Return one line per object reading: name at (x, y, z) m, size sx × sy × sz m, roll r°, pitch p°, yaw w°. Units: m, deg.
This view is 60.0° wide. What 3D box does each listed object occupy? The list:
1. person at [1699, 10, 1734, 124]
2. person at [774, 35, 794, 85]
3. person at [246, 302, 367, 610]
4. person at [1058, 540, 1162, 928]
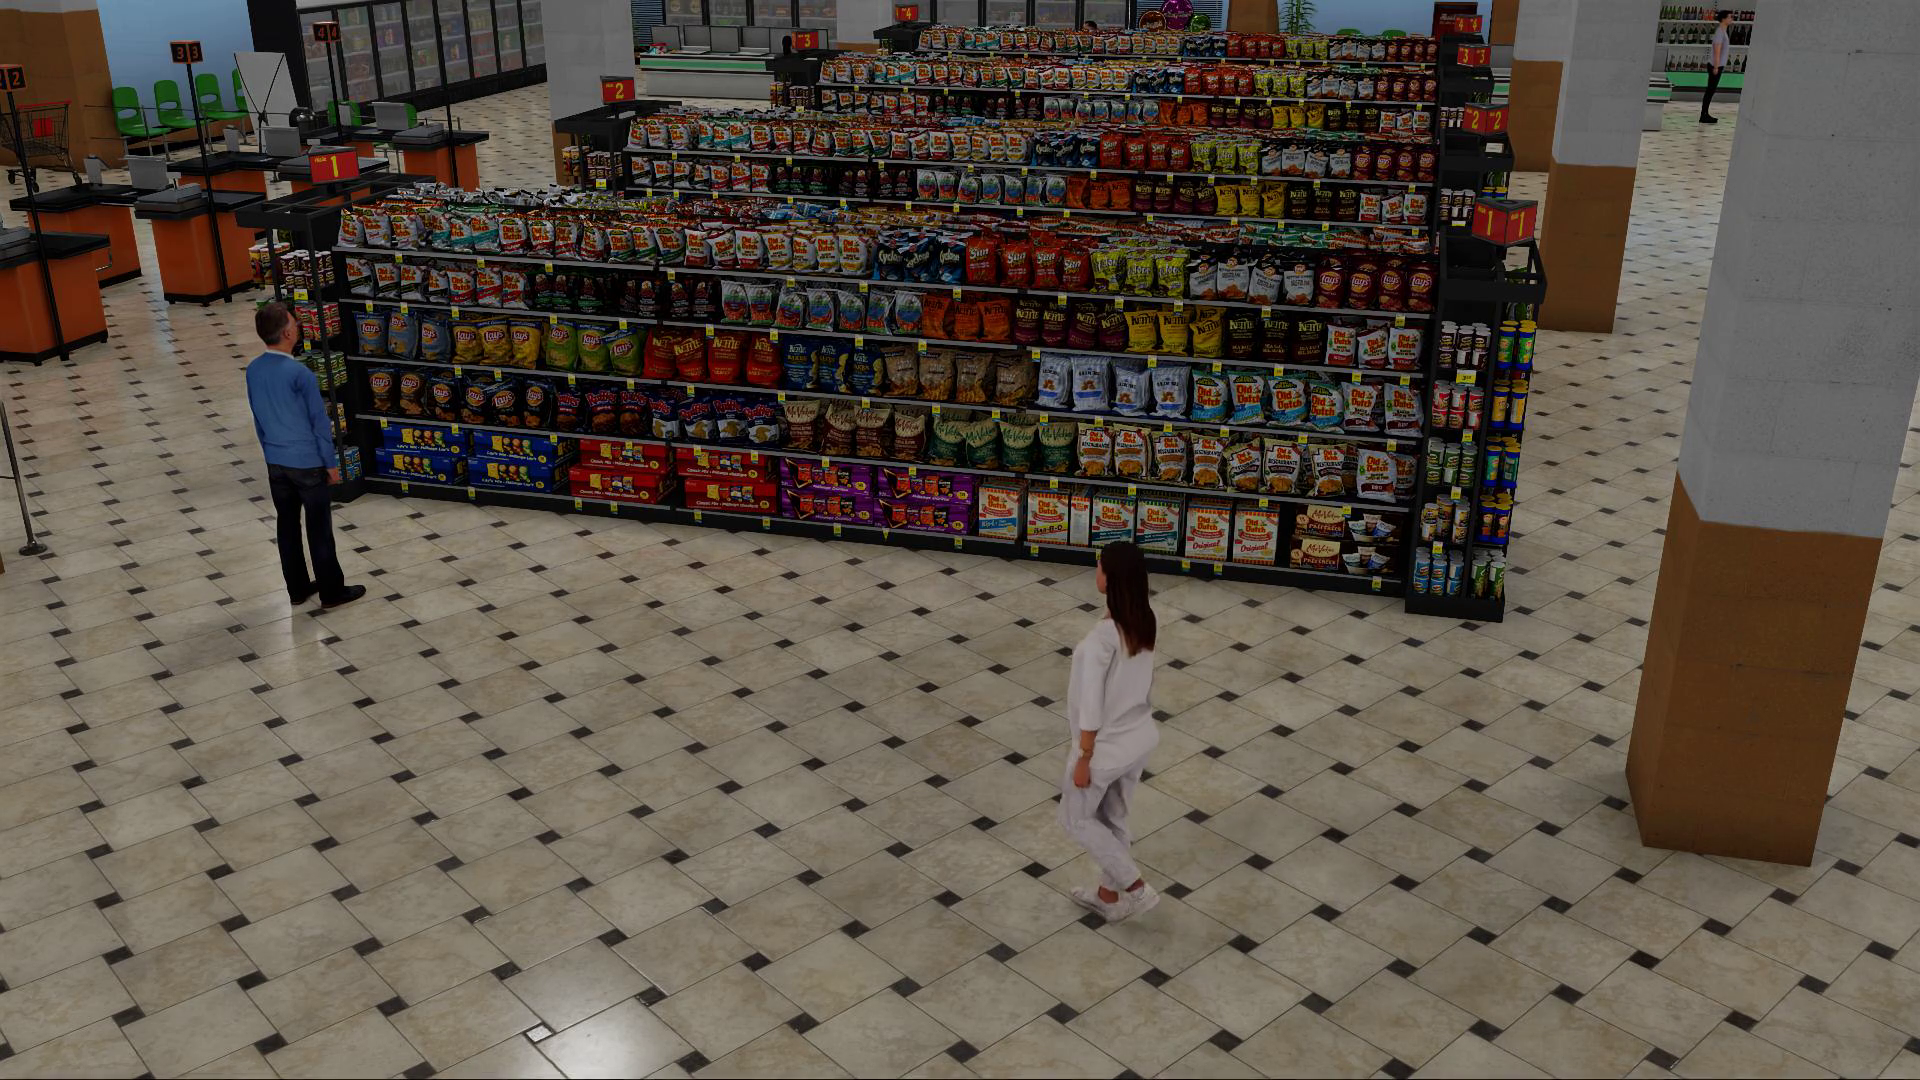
person at (13.057, -8.186, 28.743) m, size 0.619 × 1.863 × 0.698 m, roll 11°, pitch 24°, yaw 25°
person at (-2.704, -7.130, 26.361) m, size 0.629 × 1.678 × 0.750 m, roll -1°, pitch 22°, yaw -3°
person at (-3.844, -0.484, 9.632) m, size 0.534 × 1.820 × 0.726 m, roll 8°, pitch 23°, yaw 19°
person at (0.662, 0.820, 6.581) m, size 0.815 × 1.675 × 0.744 m, roll 16°, pitch 27°, yaw 35°
